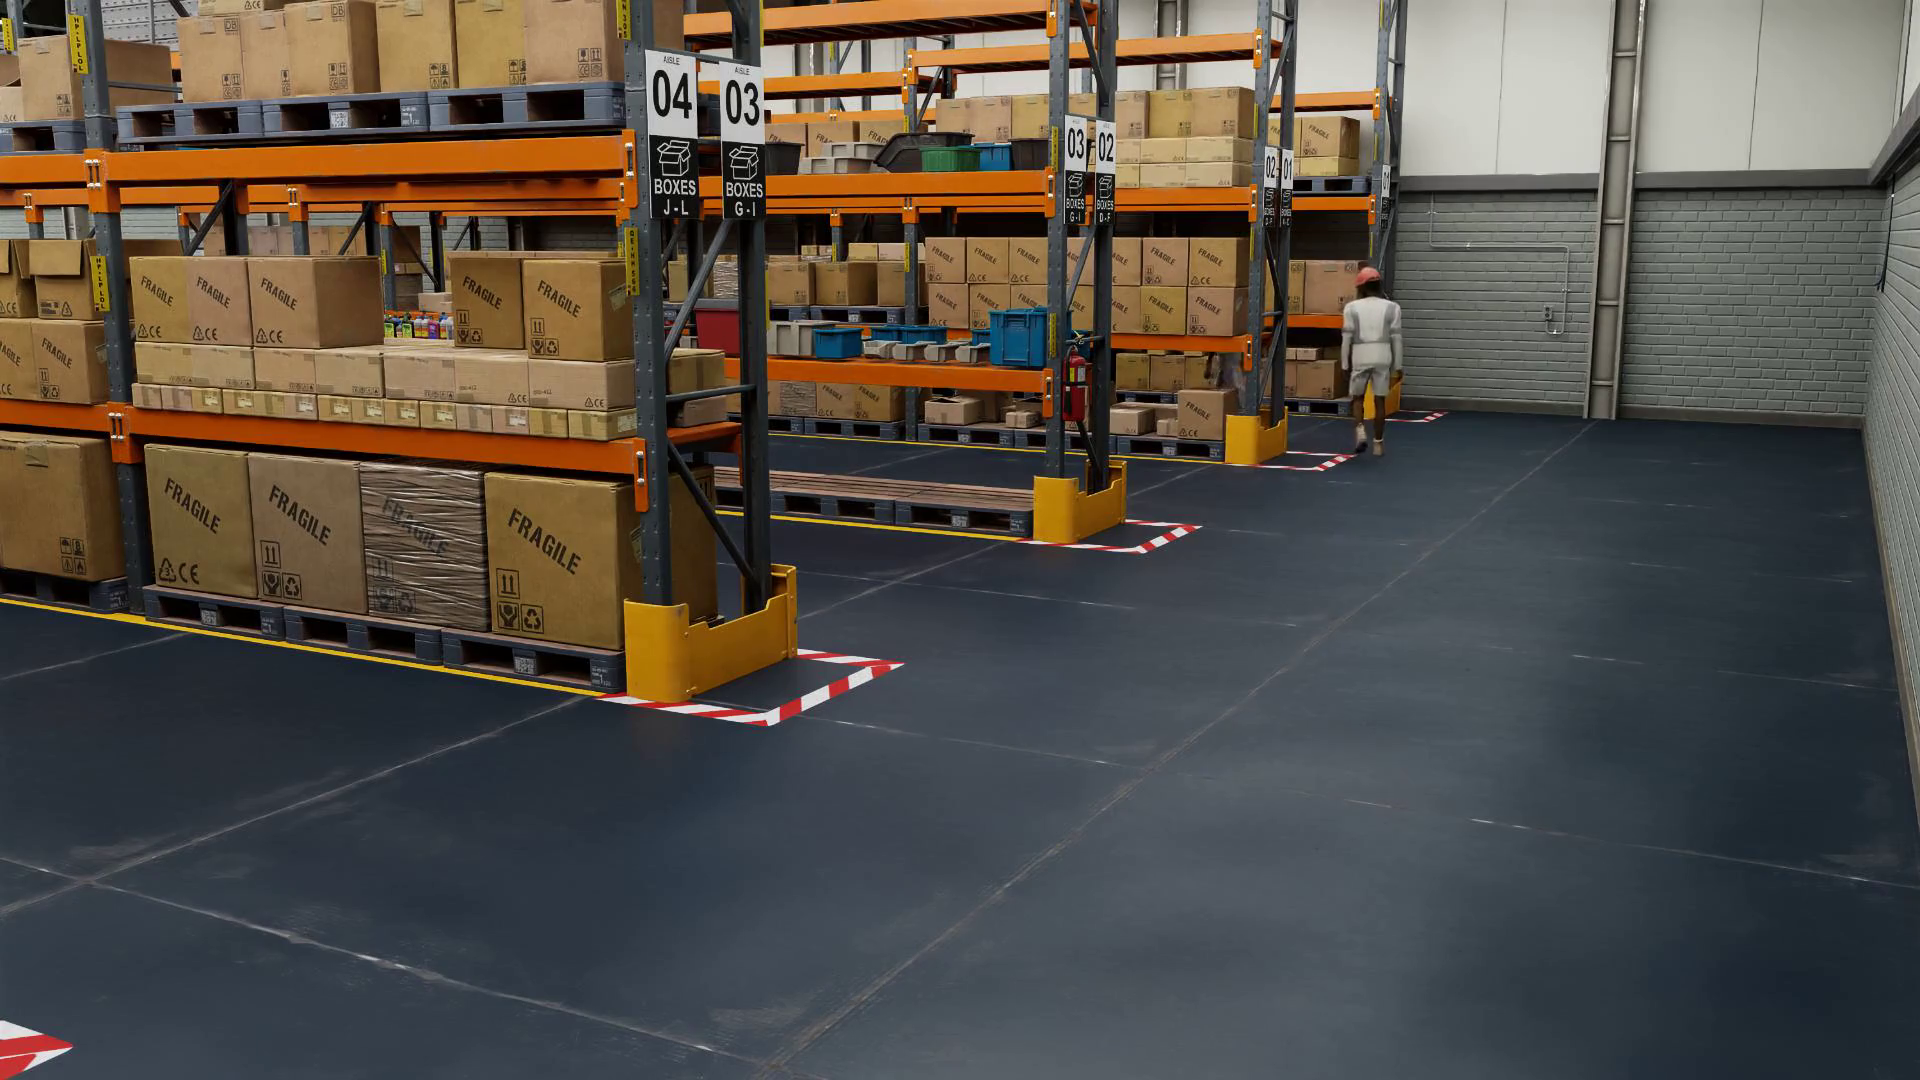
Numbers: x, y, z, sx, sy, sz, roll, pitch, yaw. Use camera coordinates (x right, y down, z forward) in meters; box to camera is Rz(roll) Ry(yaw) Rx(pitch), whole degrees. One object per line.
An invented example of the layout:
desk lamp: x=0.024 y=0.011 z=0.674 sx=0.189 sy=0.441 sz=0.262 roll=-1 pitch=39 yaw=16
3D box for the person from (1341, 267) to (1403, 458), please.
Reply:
person: x=4.382 y=-1.878 z=17.647 sx=0.675 sy=2.014 sz=0.464 roll=2 pitch=11 yaw=12

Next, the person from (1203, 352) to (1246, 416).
person: x=3.027 y=-2.054 z=19.212 sx=1.072 sy=1.798 sz=0.537 roll=7 pitch=12 yaw=32
